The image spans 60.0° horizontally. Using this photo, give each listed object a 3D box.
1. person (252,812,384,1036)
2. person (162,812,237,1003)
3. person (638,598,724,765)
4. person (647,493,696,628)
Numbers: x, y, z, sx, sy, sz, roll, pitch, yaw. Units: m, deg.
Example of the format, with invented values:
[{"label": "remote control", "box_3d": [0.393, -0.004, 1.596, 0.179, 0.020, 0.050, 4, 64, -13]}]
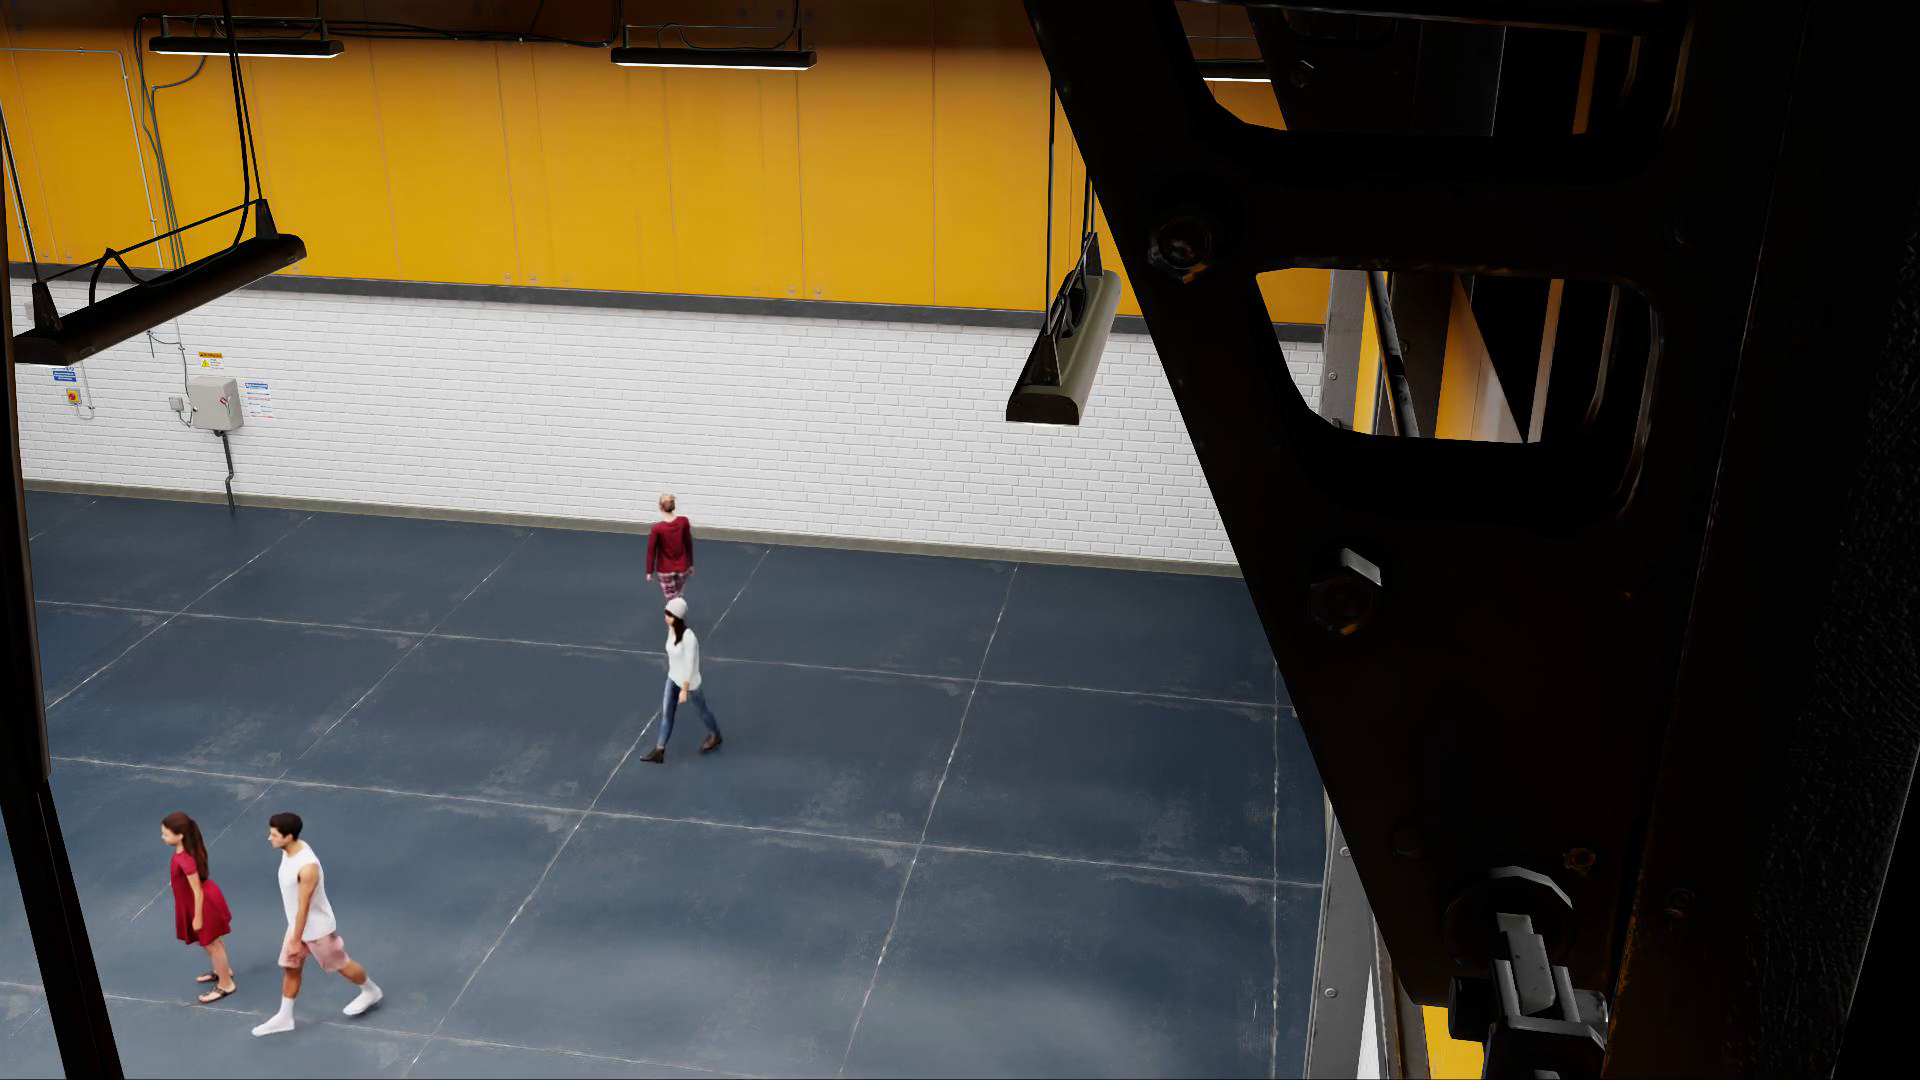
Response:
[{"label": "person", "box_3d": [-4.531, 2.711, 11.847, 1.199, 1.741, 1.085, -18, 29, -36]}, {"label": "person", "box_3d": [-5.581, 2.658, 12.205, 0.737, 1.552, 0.677, -11, 26, -24]}, {"label": "person", "box_3d": [-2.459, 1.286, 15.286, 1.144, 1.598, 1.025, -19, 30, -37]}, {"label": "person", "box_3d": [-2.968, 0.317, 17.388, 0.852, 1.689, 0.910, -18, 29, -35]}]
